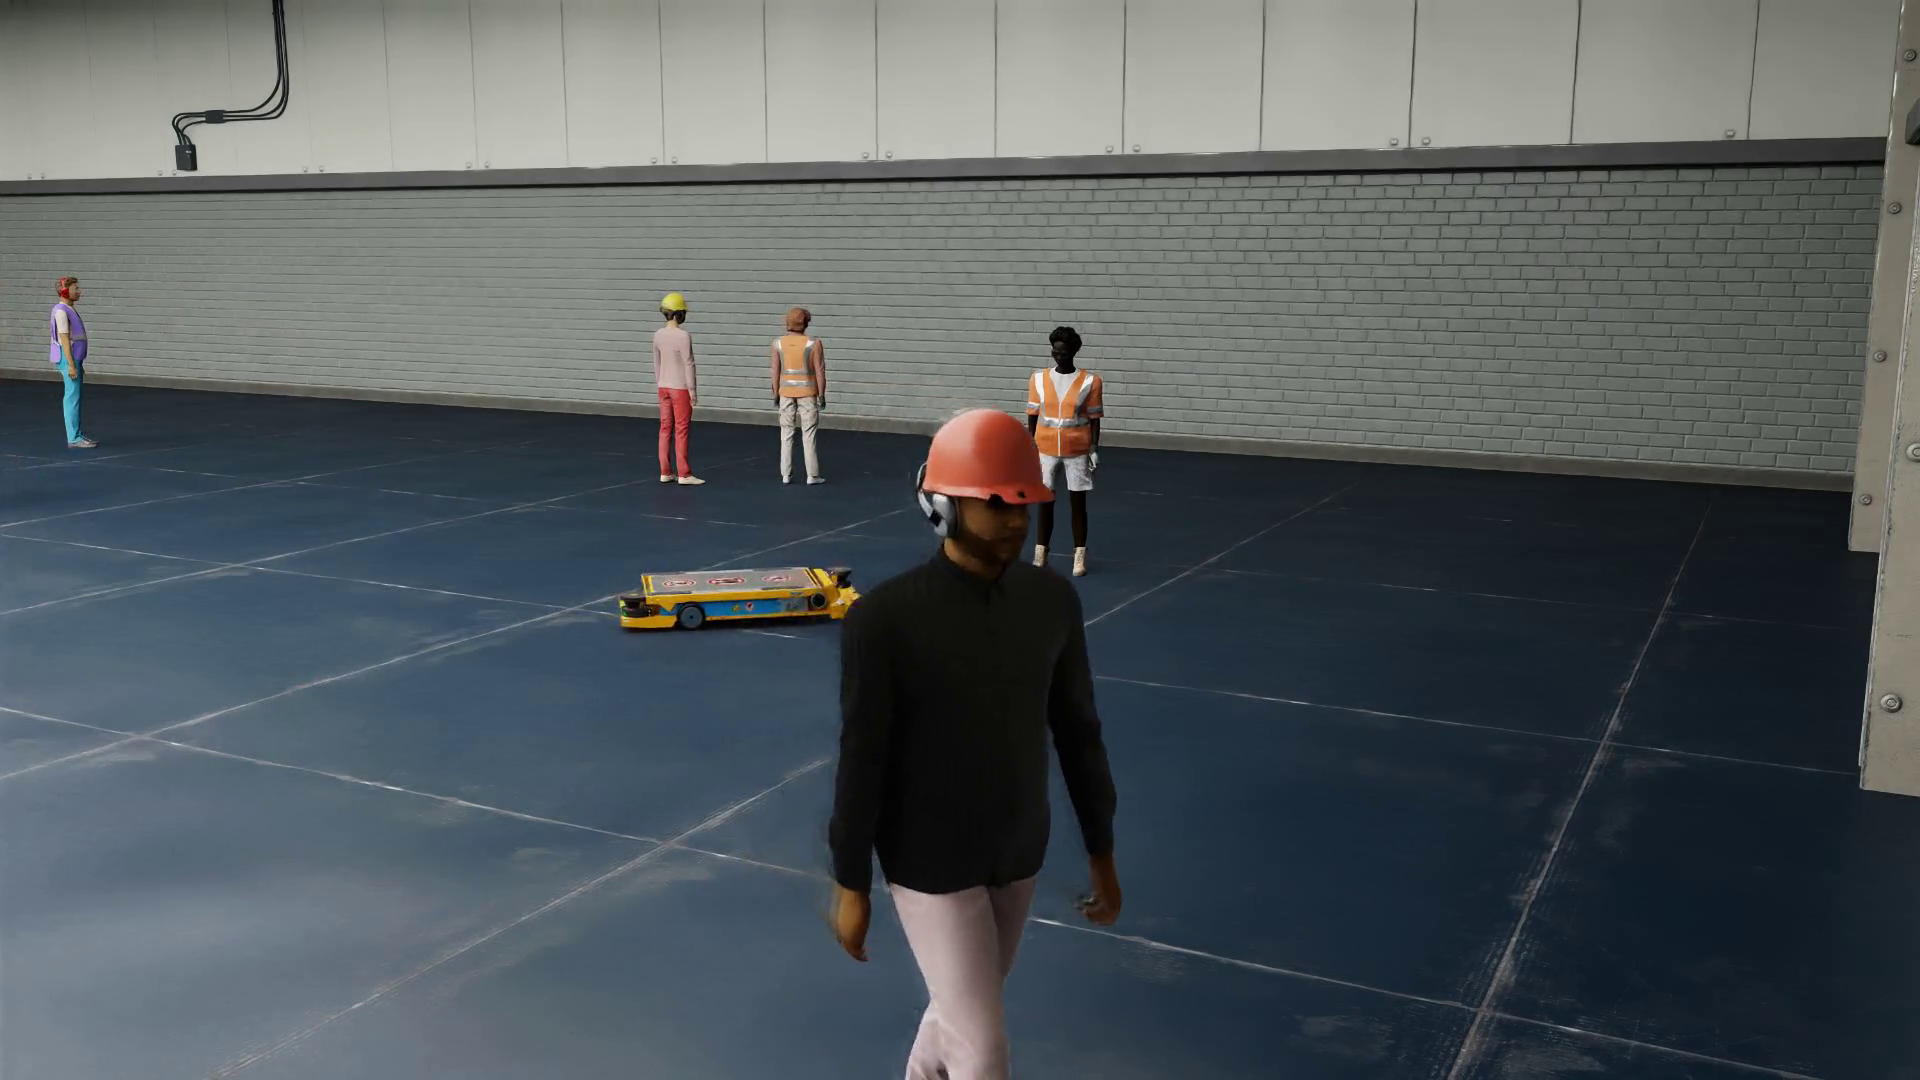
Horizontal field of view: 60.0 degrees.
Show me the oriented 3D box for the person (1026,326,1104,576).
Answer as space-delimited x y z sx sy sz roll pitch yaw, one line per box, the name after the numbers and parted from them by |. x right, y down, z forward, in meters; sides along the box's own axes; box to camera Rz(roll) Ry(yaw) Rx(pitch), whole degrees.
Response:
0.699 -0.596 11.248 0.531 1.692 0.320 3 11 14 | person

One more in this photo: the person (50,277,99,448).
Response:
-9.619 -1.913 17.997 0.390 1.850 0.565 -4 11 -22 | person

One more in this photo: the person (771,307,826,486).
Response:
-1.484 -1.317 15.326 0.523 1.636 0.311 3 11 15 | person

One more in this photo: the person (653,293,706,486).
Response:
-2.610 -1.384 15.335 0.523 1.772 0.302 9 14 40 | person

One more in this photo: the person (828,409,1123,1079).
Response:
0.071 0.684 3.606 0.631 1.938 1.002 -8 13 -38 | person

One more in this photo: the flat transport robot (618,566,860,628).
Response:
-1.327 0.335 10.046 1.431 0.197 0.652 -2 11 -13 | flat transport robot
